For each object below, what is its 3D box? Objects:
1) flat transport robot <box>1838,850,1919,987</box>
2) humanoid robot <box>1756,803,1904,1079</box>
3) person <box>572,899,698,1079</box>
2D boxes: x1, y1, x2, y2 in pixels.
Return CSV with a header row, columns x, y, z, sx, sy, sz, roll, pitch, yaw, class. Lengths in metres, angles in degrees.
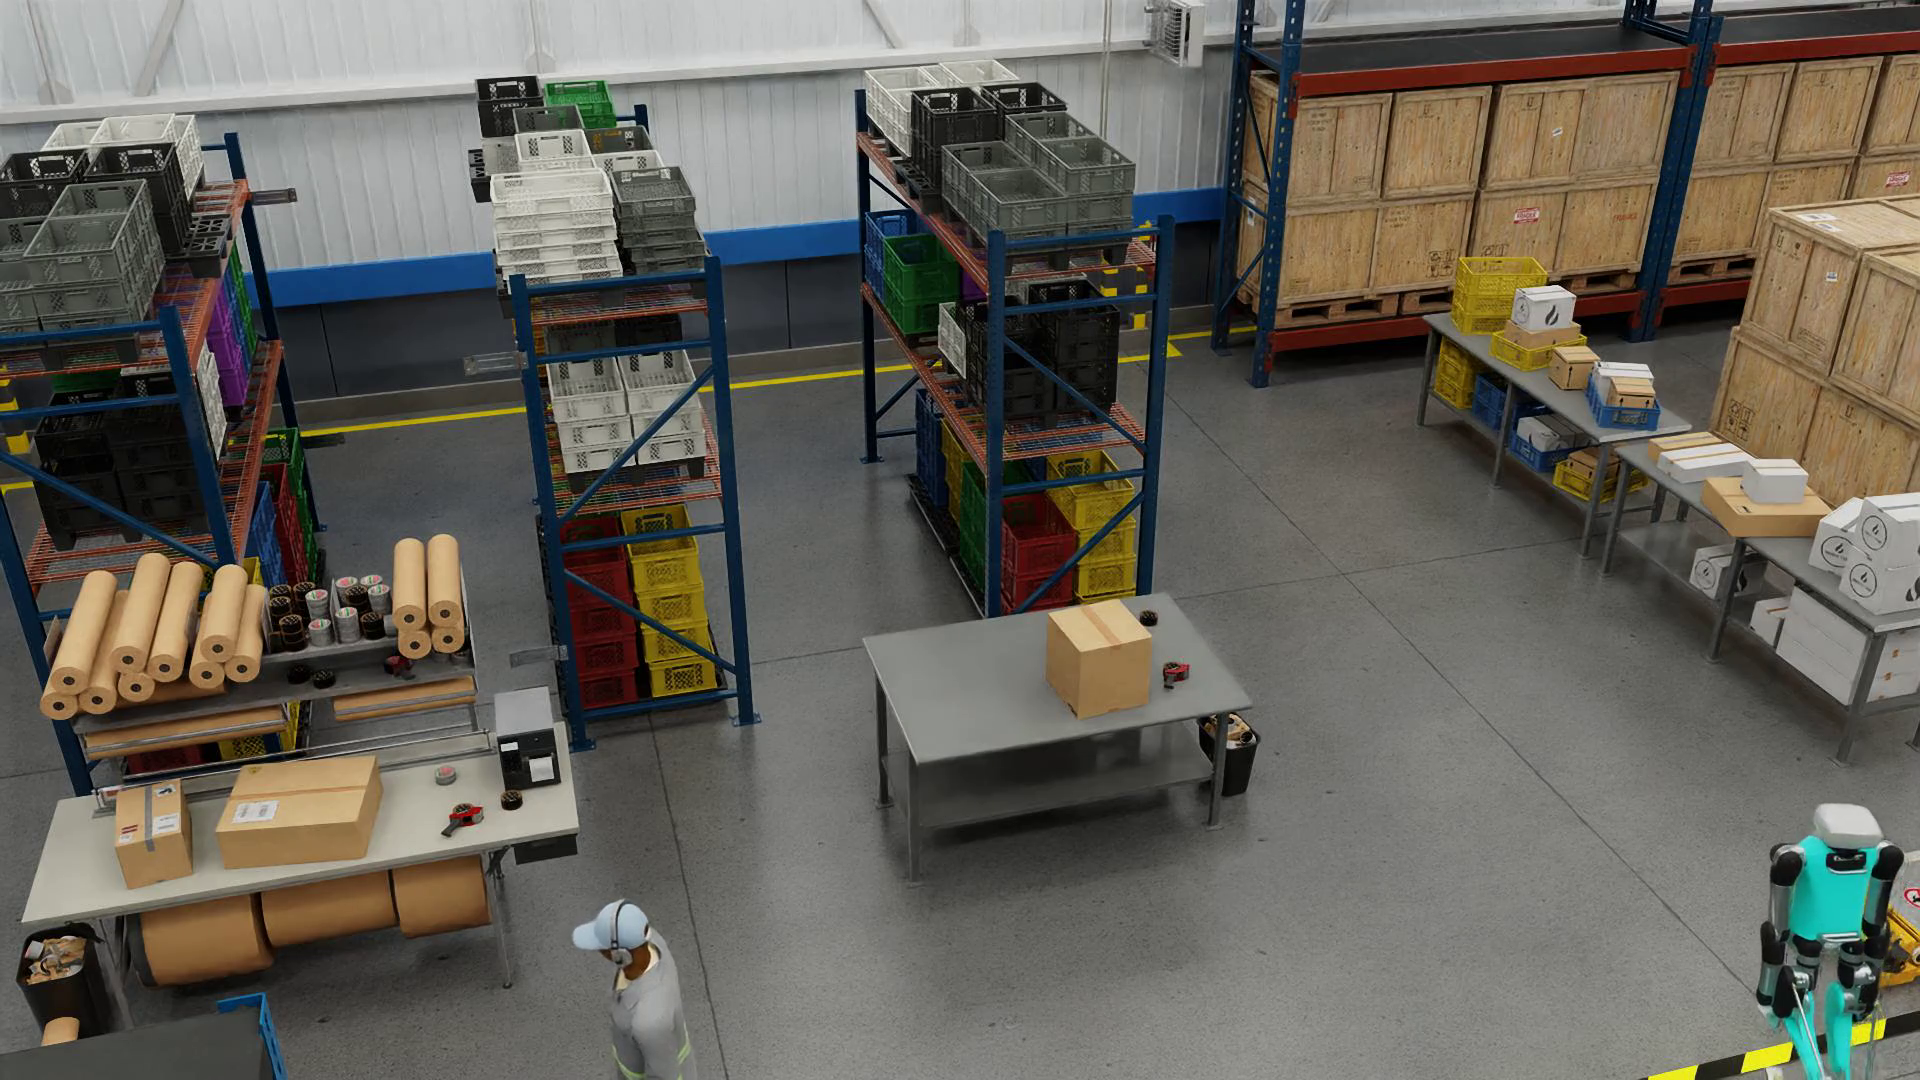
x,y,z,sx,sy,sz,roll,pitch,yaw,class
5.163,1.916,8.676,1.431,0.231,0.659,-8,30,-14,flat transport robot
3.667,2.002,6.979,0.552,1.742,0.893,-1,29,-2,humanoid robot
-1.244,2.158,6.596,0.405,1.848,0.588,-7,30,-13,person
